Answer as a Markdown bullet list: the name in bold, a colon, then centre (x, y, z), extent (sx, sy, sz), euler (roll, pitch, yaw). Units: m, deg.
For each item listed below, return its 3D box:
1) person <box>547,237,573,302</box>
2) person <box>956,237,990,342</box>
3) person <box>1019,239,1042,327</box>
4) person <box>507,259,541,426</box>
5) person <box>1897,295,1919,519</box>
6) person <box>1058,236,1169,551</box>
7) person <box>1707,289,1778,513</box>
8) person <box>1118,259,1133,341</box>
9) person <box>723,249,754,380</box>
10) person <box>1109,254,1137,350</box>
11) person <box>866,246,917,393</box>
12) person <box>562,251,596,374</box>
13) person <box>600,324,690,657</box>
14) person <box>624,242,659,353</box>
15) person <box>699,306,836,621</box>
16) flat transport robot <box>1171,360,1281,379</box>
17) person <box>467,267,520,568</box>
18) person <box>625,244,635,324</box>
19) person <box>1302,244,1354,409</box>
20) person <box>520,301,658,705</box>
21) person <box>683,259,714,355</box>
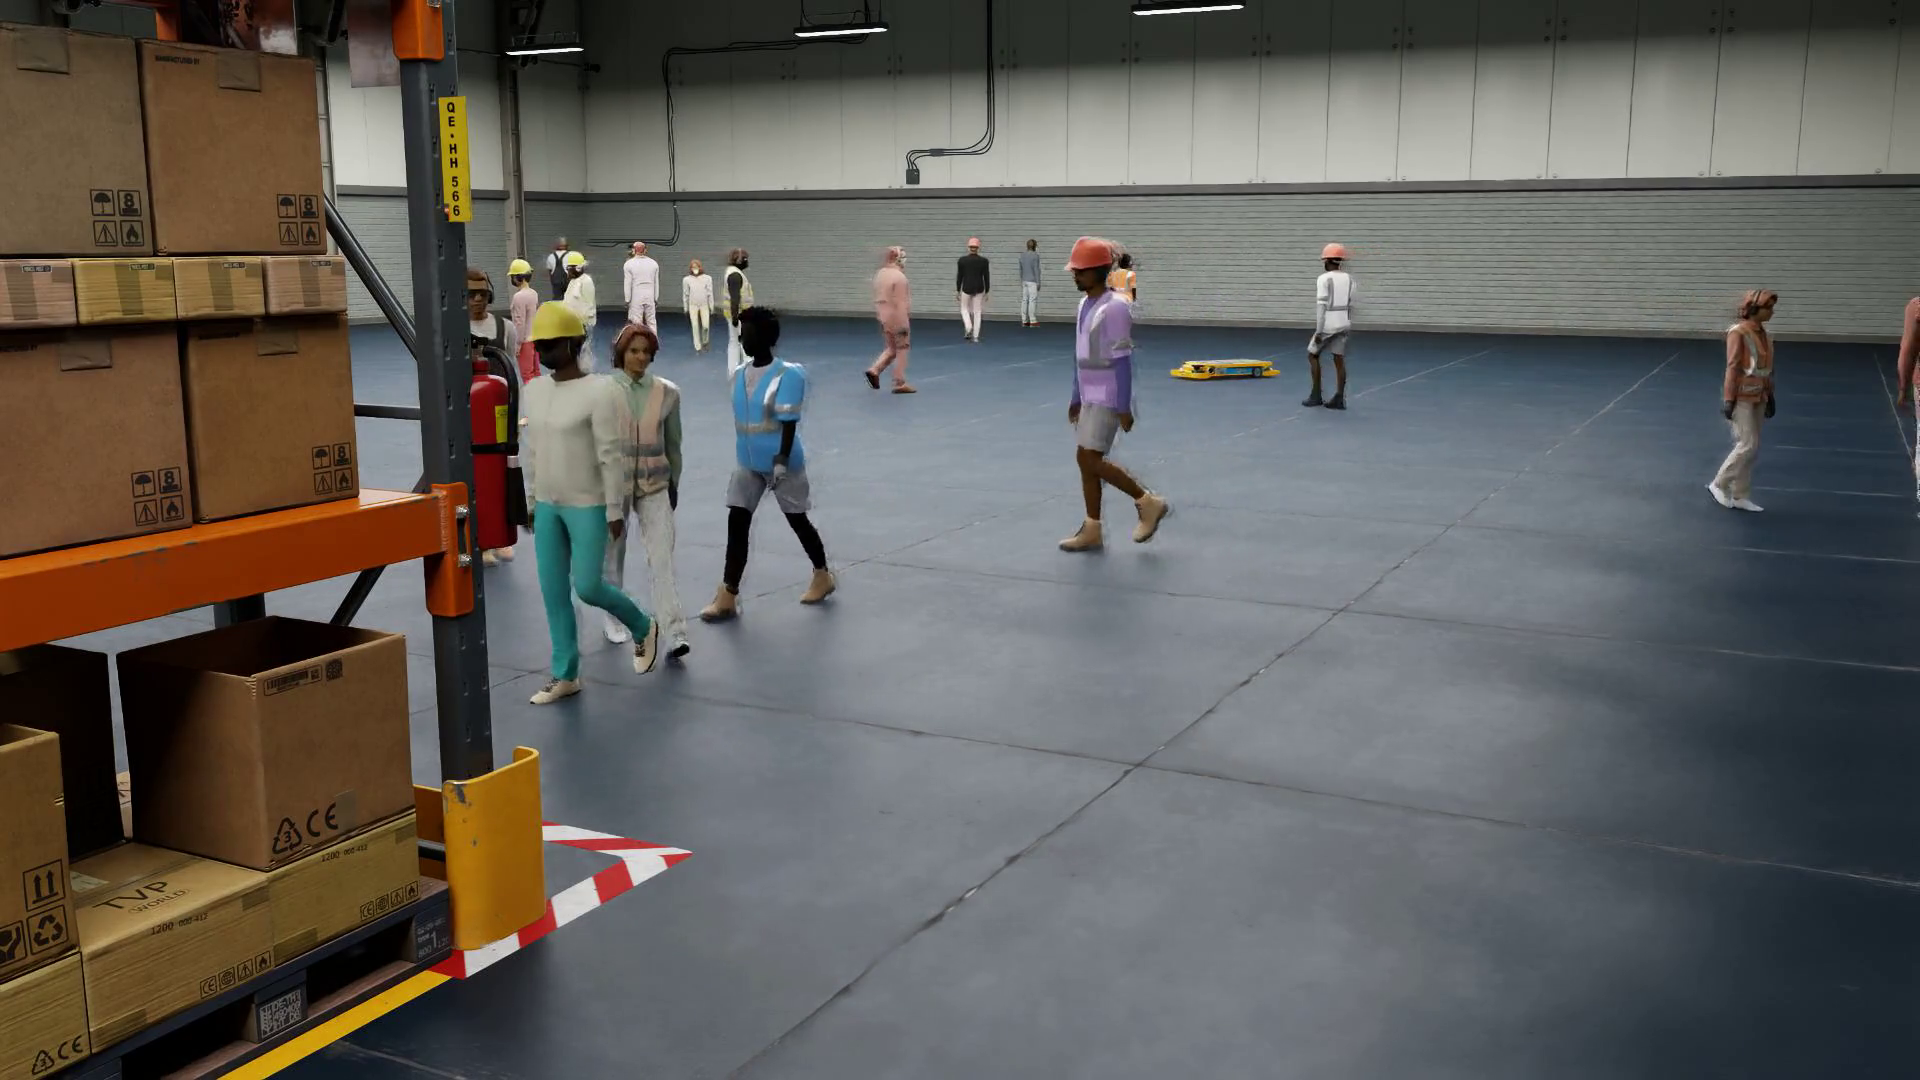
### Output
- **person**: centre (-8.620, -5.634, 36.266), extent (0.699, 2.000, 0.986), euler (2, 11, 12)
- **person**: centre (0.250, -4.760, 31.672), extent (0.649, 1.976, 0.440), euler (-1, 10, -6)
- **person**: centre (1.561, -5.672, 36.749), extent (0.370, 1.940, 0.627), euler (-8, 13, -36)
- **person**: centre (-4.653, -2.103, 17.771), extent (0.318, 1.768, 0.531), euler (1, 10, 5)
- **person**: centre (6.952, -1.102, 11.715), extent (0.646, 1.978, 0.444), euler (5, 12, 27)
- **person**: centre (0.940, -0.913, 10.584), extent (0.622, 2.020, 0.639), euler (-3, 11, -14)
- **person**: centre (5.758, -1.008, 12.132), extent (0.545, 1.625, 0.358), euler (-8, 13, -37)
- **person**: centre (3.180, -4.658, 32.046), extent (0.277, 1.636, 0.505), euler (-1, 10, -7)
- **person**: centre (-2.970, -3.125, 23.156), extent (0.653, 1.826, 0.661), euler (-2, 11, -8)
- **person**: centre (2.892, -4.218, 29.482), extent (0.538, 1.695, 0.320), euler (7, 12, 33)
- **person**: centre (-0.856, -2.805, 21.251), extent (0.547, 1.886, 0.660), euler (-6, 12, -29)
- **person**: centre (-4.900, -2.791, 21.388), extent (0.431, 1.817, 0.594), euler (-7, 12, -33)
- **person**: centre (-1.567, -0.233, 8.034), extent (0.521, 1.595, 0.832), euler (-4, 11, -22)
- **person**: centre (-5.462, -4.134, 28.450), extent (0.642, 1.910, 0.401), euler (-7, 13, -35)
- **person**: centre (-1.018, -0.427, 8.918), extent (0.528, 1.655, 0.864), euler (7, 13, 34)
- **flat transport robot**: centre (3.793, -2.447, 23.719), extent (1.431, 0.197, 0.652), euler (-5, 11, -25)
- **person**: centre (-2.913, -0.732, 10.094), extent (0.522, 1.829, 0.414), euler (-5, 11, -25)
- **person**: centre (-7.465, -5.933, 38.498), extent (0.508, 1.838, 0.879), euler (3, 11, 15)
- **person**: centre (4.302, -2.500, 19.503), extent (0.582, 1.912, 0.704), euler (-6, 12, -30)
- **person**: centre (-1.653, -0.171, 7.279), extent (0.530, 1.750, 0.550), euler (6, 12, 31)
- **person**: centre (-4.414, -3.915, 28.030), extent (0.519, 1.613, 0.359), euler (-1, 10, -6)
